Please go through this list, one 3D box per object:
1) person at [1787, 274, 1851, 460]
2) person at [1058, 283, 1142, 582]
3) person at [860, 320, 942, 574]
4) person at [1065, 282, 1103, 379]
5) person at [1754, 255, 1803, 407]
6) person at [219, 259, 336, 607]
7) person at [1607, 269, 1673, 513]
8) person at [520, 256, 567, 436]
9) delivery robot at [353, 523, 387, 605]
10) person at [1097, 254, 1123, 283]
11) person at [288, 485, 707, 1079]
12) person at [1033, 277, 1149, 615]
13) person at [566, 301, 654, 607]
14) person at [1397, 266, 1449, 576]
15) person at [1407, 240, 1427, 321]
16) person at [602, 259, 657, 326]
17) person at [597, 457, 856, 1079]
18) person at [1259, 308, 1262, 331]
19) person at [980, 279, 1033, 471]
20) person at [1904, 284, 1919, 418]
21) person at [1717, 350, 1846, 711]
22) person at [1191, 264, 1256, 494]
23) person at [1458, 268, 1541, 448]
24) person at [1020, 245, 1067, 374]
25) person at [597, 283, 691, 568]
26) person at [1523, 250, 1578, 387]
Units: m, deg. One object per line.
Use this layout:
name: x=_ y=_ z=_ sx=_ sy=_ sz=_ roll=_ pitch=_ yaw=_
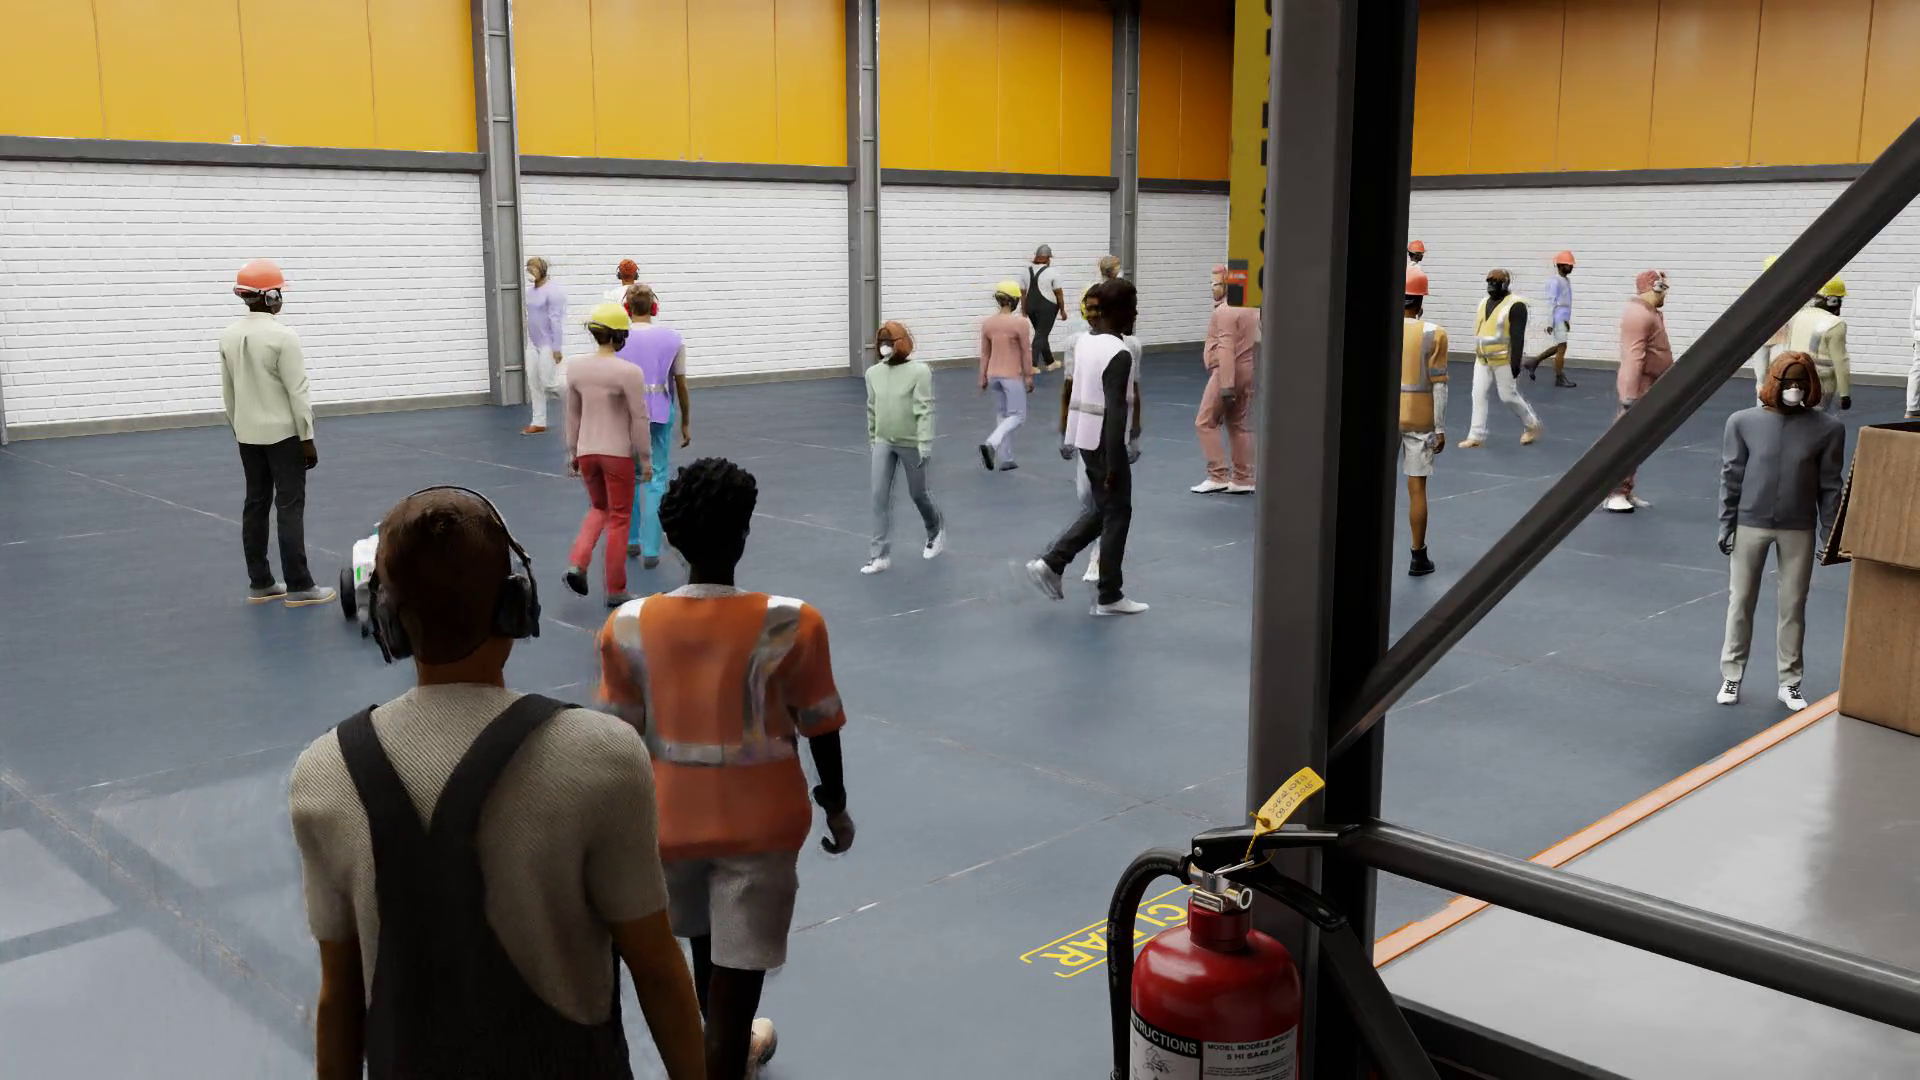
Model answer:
person: x=7.171 y=-1.278 z=13.737 sx=0.681 sy=1.806 sz=0.615 roll=-1 pitch=10 yaw=-7
person: x=0.904 y=-0.696 z=10.482 sx=0.525 sy=1.847 sz=0.740 roll=4 pitch=11 yaw=19
person: x=-0.365 y=-0.620 z=10.729 sx=0.505 sy=1.607 sz=0.776 roll=5 pitch=12 yaw=25
person: x=1.199 y=-1.371 z=14.464 sx=0.555 sy=1.721 sz=0.518 roll=-10 pitch=14 yaw=-42
person: x=8.982 y=-2.195 z=18.455 sx=0.622 sy=1.909 sz=0.457 roll=9 pitch=14 yaw=40
person: x=-3.950 y=-0.607 z=9.571 sx=0.612 sy=1.997 sz=0.376 roll=5 pitch=11 yaw=24
person: x=5.293 y=-1.147 z=12.888 sx=0.400 sy=1.880 sz=0.763 roll=5 pitch=12 yaw=26
person: x=-4.400 y=-2.077 z=17.814 sx=0.681 sy=1.918 sz=0.640 roll=-10 pitch=14 yaw=-44
delivery robot: x=-3.152 y=0.147 z=9.141 sx=0.477 sy=0.478 sz=0.707 roll=-4 pitch=11 yaw=-19
person: x=1.588 y=-2.086 z=17.824 sx=0.441 sy=1.928 sz=0.654 roll=2 pitch=11 yaw=11
person: x=-0.634 y=0.845 z=2.218 sx=0.578 sy=1.803 sz=0.817 roll=2 pitch=11 yaw=10
person: x=0.766 y=-0.507 z=9.278 sx=0.547 sy=1.901 sz=0.605 roll=-3 pitch=11 yaw=-16
person: x=-2.014 y=-0.483 z=9.559 sx=0.541 sy=1.757 sz=0.393 roll=5 pitch=12 yaw=26
person: x=2.786 y=-0.741 z=10.459 sx=0.543 sy=1.940 sz=0.361 roll=5 pitch=11 yaw=25
person: x=7.371 y=-3.836 z=27.053 sx=0.379 sy=2.045 sz=0.605 roll=-2 pitch=11 yaw=-12
person: x=-3.471 y=-2.012 z=17.551 sx=0.572 sy=1.883 sz=0.356 roll=-3 pitch=11 yaw=-17
person: x=-0.521 y=0.637 z=3.736 sx=0.536 sy=1.649 sz=0.888 roll=3 pitch=11 yaw=15
person: x=4.851 y=-3.363 z=25.537 sx=0.538 sy=1.662 sz=0.855 roll=0 pitch=10 yaw=0
person: x=0.375 y=-1.461 z=14.909 sx=0.518 sy=1.743 sz=0.618 roll=9 pitch=13 yaw=39
person: x=11.234 y=-2.321 z=19.231 sx=0.354 sy=1.884 sz=0.576 roll=-2 pitch=11 yaw=-10
person: x=3.684 y=-0.040 z=7.498 sx=0.501 sy=1.628 sz=0.277 roll=4 pitch=11 yaw=23
person: x=2.145 y=-1.296 z=13.595 sx=0.553 sy=1.889 sz=0.669 roll=6 pitch=12 yaw=29
person: x=5.469 y=-1.816 z=16.696 sx=0.838 sy=1.818 sz=0.637 roll=-5 pitch=11 yaw=-25
person: x=1.301 y=-3.609 z=25.826 sx=0.686 sy=2.000 sz=1.038 roll=9 pitch=14 yaw=42
person: x=-2.054 y=-0.761 z=10.876 sx=0.585 sy=1.816 sz=0.756 roll=-2 pitch=11 yaw=-8
person: x=8.376 y=-3.120 z=23.479 sx=0.702 sy=1.923 sz=0.545 roll=7 pitch=12 yaw=33
